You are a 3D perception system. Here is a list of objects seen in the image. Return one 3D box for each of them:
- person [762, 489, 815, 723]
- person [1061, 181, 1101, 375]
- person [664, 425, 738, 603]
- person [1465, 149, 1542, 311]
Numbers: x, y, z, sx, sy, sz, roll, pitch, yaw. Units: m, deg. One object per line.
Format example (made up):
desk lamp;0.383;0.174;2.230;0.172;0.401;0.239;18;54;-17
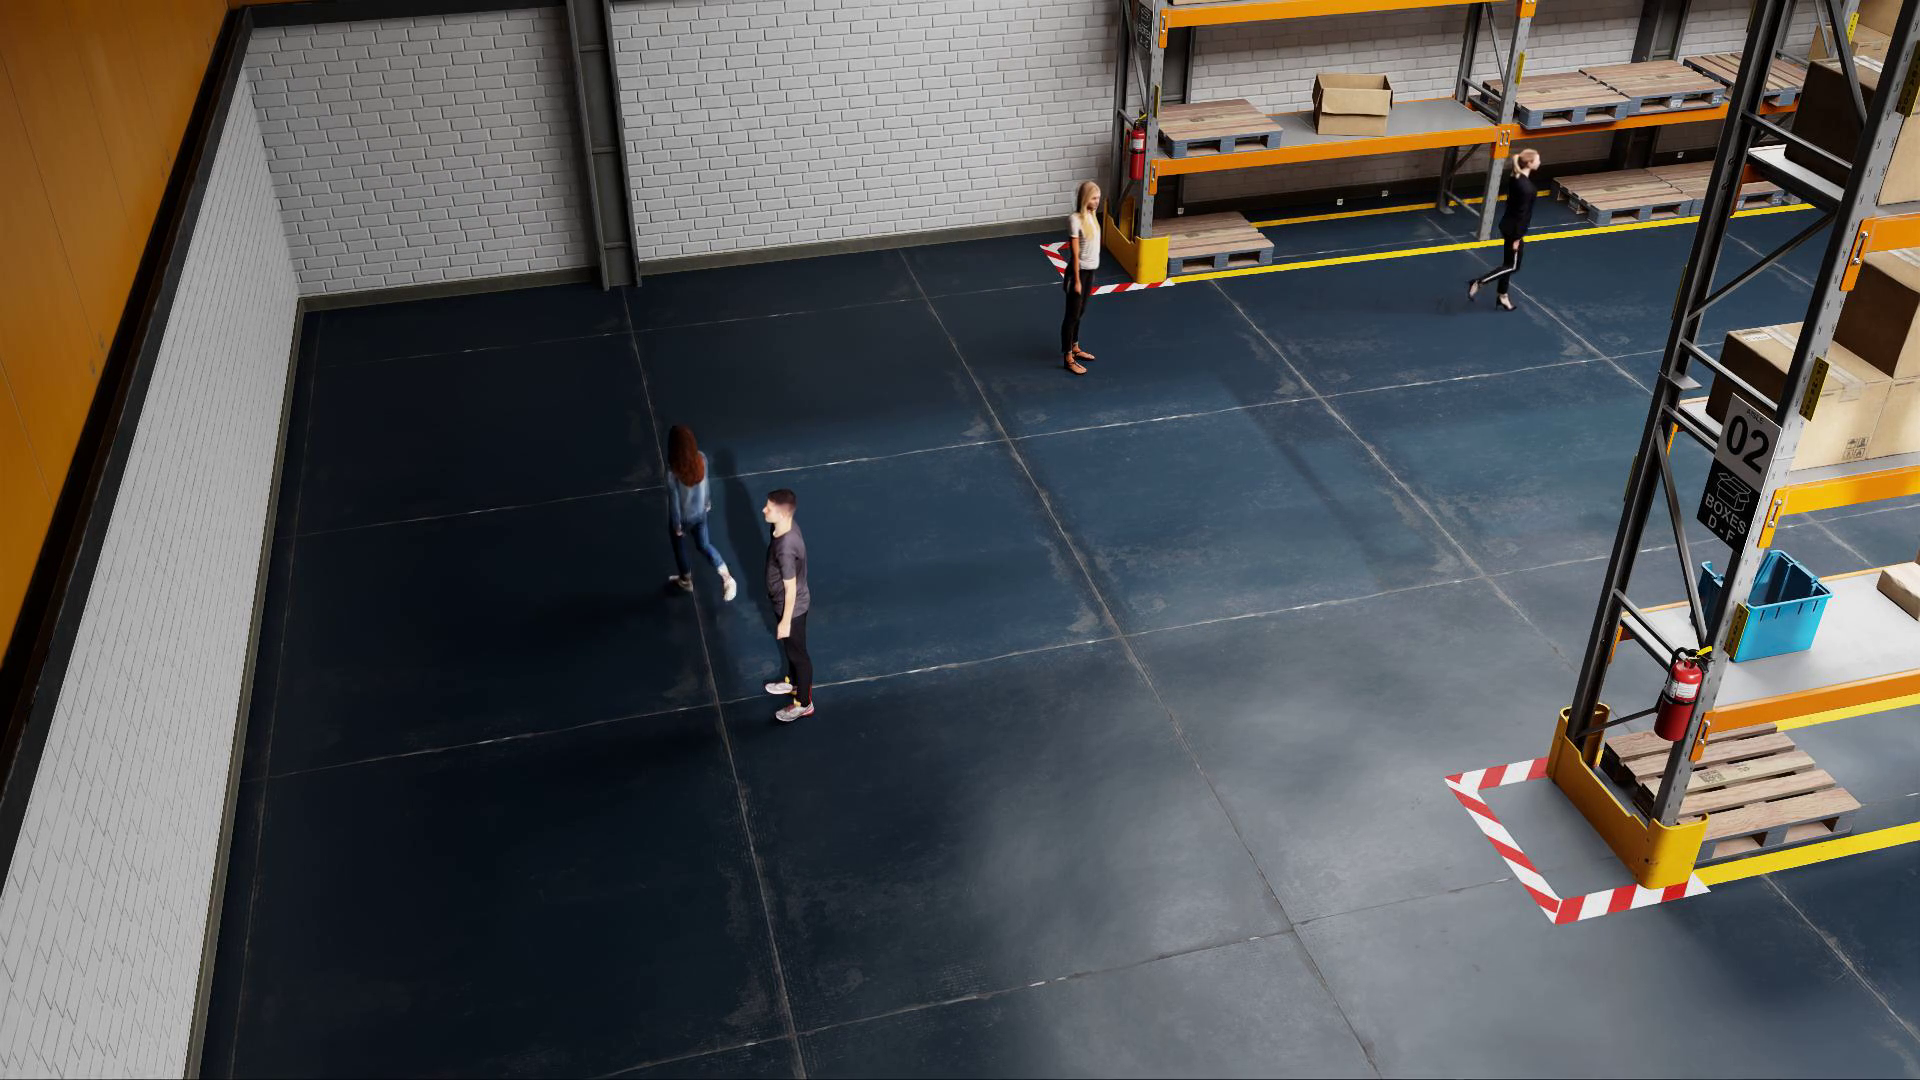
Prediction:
person;-1.150;0.416;11.145;0.529;1.764;0.629;-8;34;-12
person;1.101;-2.456;15.413;0.728;1.821;0.690;14;36;20
person;-1.951;-0.165;12.296;0.946;1.458;0.932;23;40;30
person;5.369;-3.022;16.378;0.894;1.696;0.733;-1;34;-2
